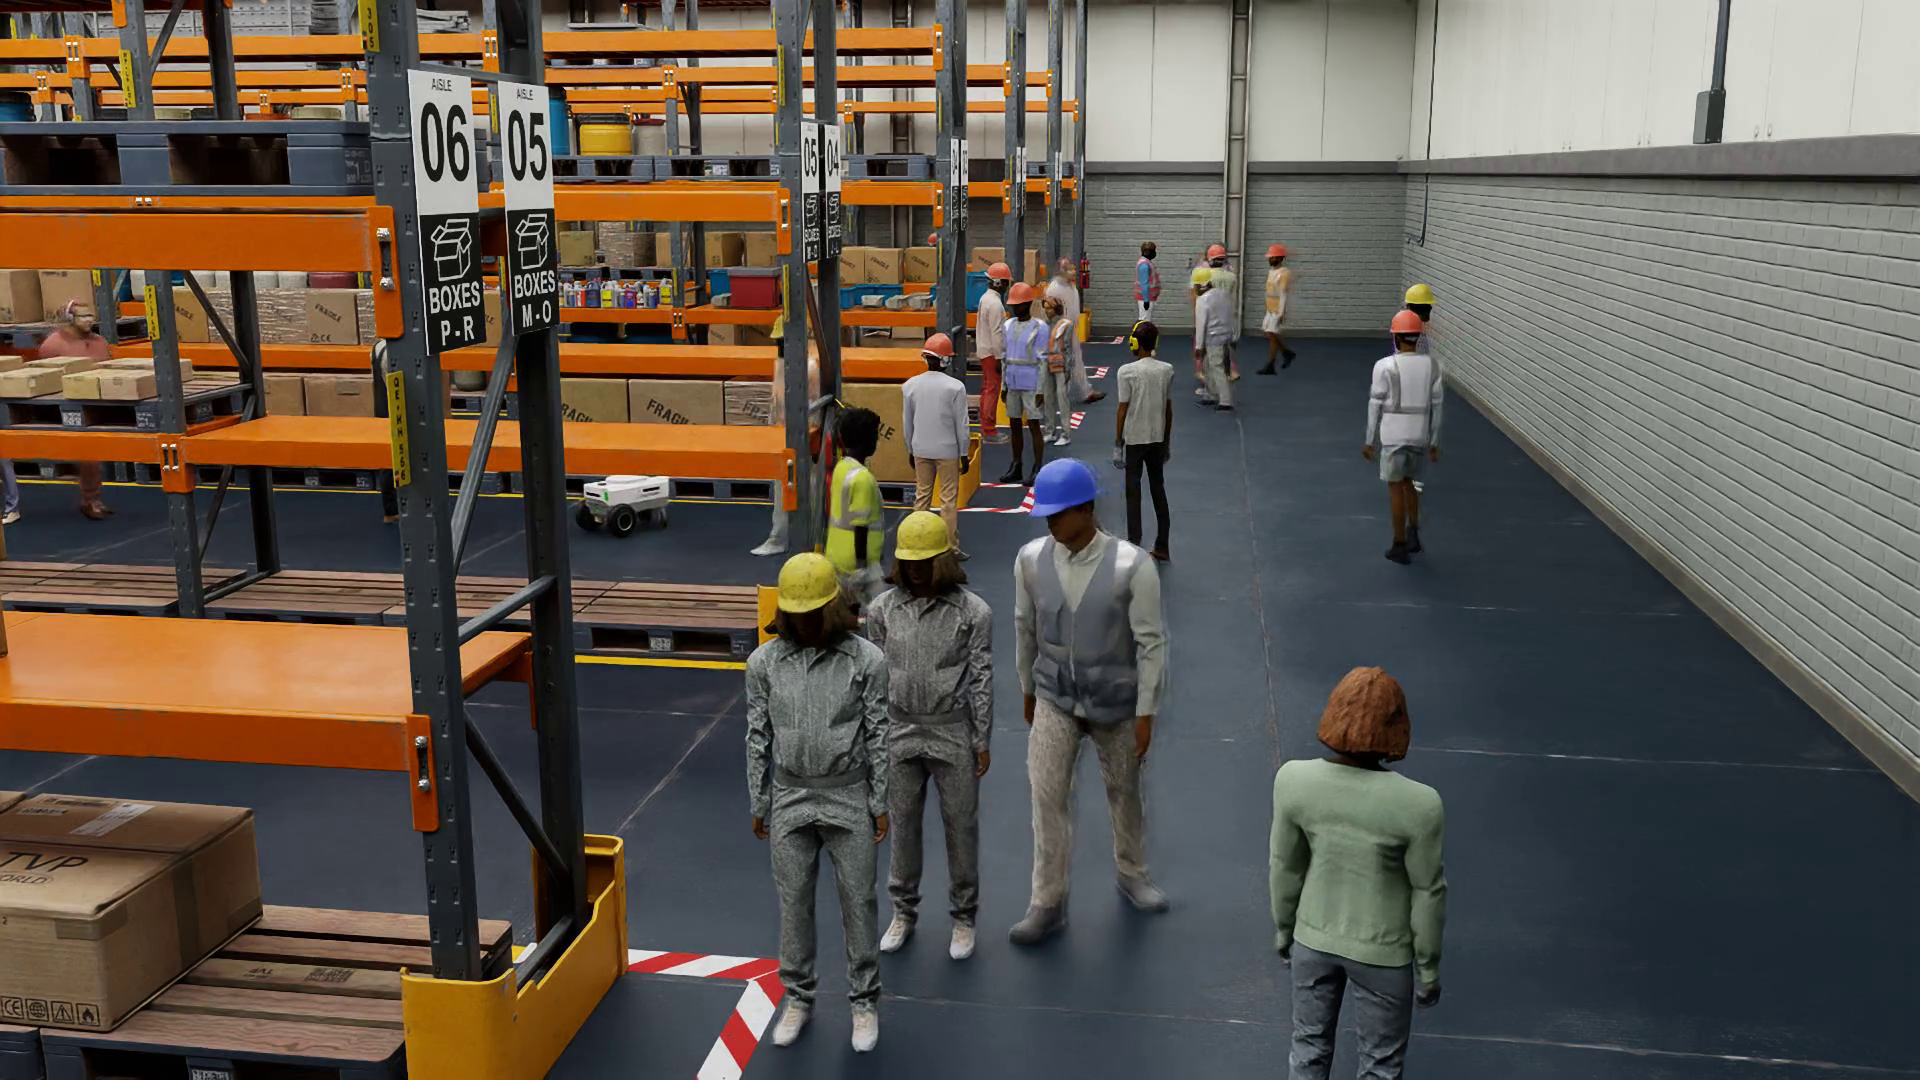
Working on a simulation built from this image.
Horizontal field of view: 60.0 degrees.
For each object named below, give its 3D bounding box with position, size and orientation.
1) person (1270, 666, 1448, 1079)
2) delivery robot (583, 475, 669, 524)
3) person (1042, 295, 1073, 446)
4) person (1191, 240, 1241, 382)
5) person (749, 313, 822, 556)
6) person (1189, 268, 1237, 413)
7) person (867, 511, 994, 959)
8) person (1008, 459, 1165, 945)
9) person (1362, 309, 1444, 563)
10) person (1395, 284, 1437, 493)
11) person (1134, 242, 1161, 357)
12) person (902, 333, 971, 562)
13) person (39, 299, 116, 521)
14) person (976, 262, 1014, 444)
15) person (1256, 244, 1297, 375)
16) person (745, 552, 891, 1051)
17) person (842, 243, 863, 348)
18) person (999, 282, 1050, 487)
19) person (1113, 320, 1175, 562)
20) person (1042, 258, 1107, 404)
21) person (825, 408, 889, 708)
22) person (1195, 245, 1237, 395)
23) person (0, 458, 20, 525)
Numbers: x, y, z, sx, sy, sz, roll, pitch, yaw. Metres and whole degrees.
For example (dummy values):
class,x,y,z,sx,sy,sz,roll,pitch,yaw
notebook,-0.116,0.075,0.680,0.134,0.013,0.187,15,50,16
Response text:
class,x,y,z,sx,sy,sz,roll,pitch,yaw
person,1.099,1.145,4.630,0.497,1.634,0.279,9,15,34
delivery robot,-2.769,-0.397,13.834,0.477,0.478,0.707,10,16,38
person,1.038,-1.849,18.154,0.313,1.630,0.527,-11,17,-41
person,3.651,-3.251,23.549,0.701,2.000,0.959,-5,13,-21
person,-1.234,-0.848,13.044,0.918,1.896,0.591,-6,14,-27
person,3.121,-2.472,20.646,0.716,1.772,0.614,8,15,33
person,-0.117,0.738,6.249,0.486,1.737,0.338,3,13,12
person,0.504,0.609,6.491,0.635,1.905,0.728,5,14,23
person,3.370,-0.789,12.704,0.542,1.919,0.504,-3,13,-14
person,4.213,-1.414,15.510,0.370,1.929,0.585,4,13,17
person,3.033,-3.897,26.919,0.429,1.842,0.633,2,13,7
person,-0.162,-0.691,12.646,0.559,1.752,0.326,7,14,28
person,-7.437,-1.109,14.246,0.601,1.885,0.658,4,13,17
person,0.382,-2.040,18.219,0.413,1.984,0.624,-2,13,-9
person,4.669,-3.377,24.391,0.586,1.918,0.551,-3,13,-14
person,-0.477,0.882,5.599,0.491,1.733,0.317,1,13,4
person,-1.771,-3.797,26.474,0.430,1.841,0.624,7,14,29
person,0.587,-1.472,15.776,0.544,1.928,0.378,11,17,41
person,1.394,-0.729,12.593,0.497,1.860,0.336,-7,14,-27
person,1.400,-2.639,21.199,0.951,1.855,0.662,8,15,33
person,-0.550,0.103,9.219,0.547,1.670,0.558,-4,13,-19
person,3.396,-2.924,22.173,0.625,1.992,0.388,-7,14,-29
person,-8.240,-1.006,14.032,0.525,1.772,0.305,3,13,13
